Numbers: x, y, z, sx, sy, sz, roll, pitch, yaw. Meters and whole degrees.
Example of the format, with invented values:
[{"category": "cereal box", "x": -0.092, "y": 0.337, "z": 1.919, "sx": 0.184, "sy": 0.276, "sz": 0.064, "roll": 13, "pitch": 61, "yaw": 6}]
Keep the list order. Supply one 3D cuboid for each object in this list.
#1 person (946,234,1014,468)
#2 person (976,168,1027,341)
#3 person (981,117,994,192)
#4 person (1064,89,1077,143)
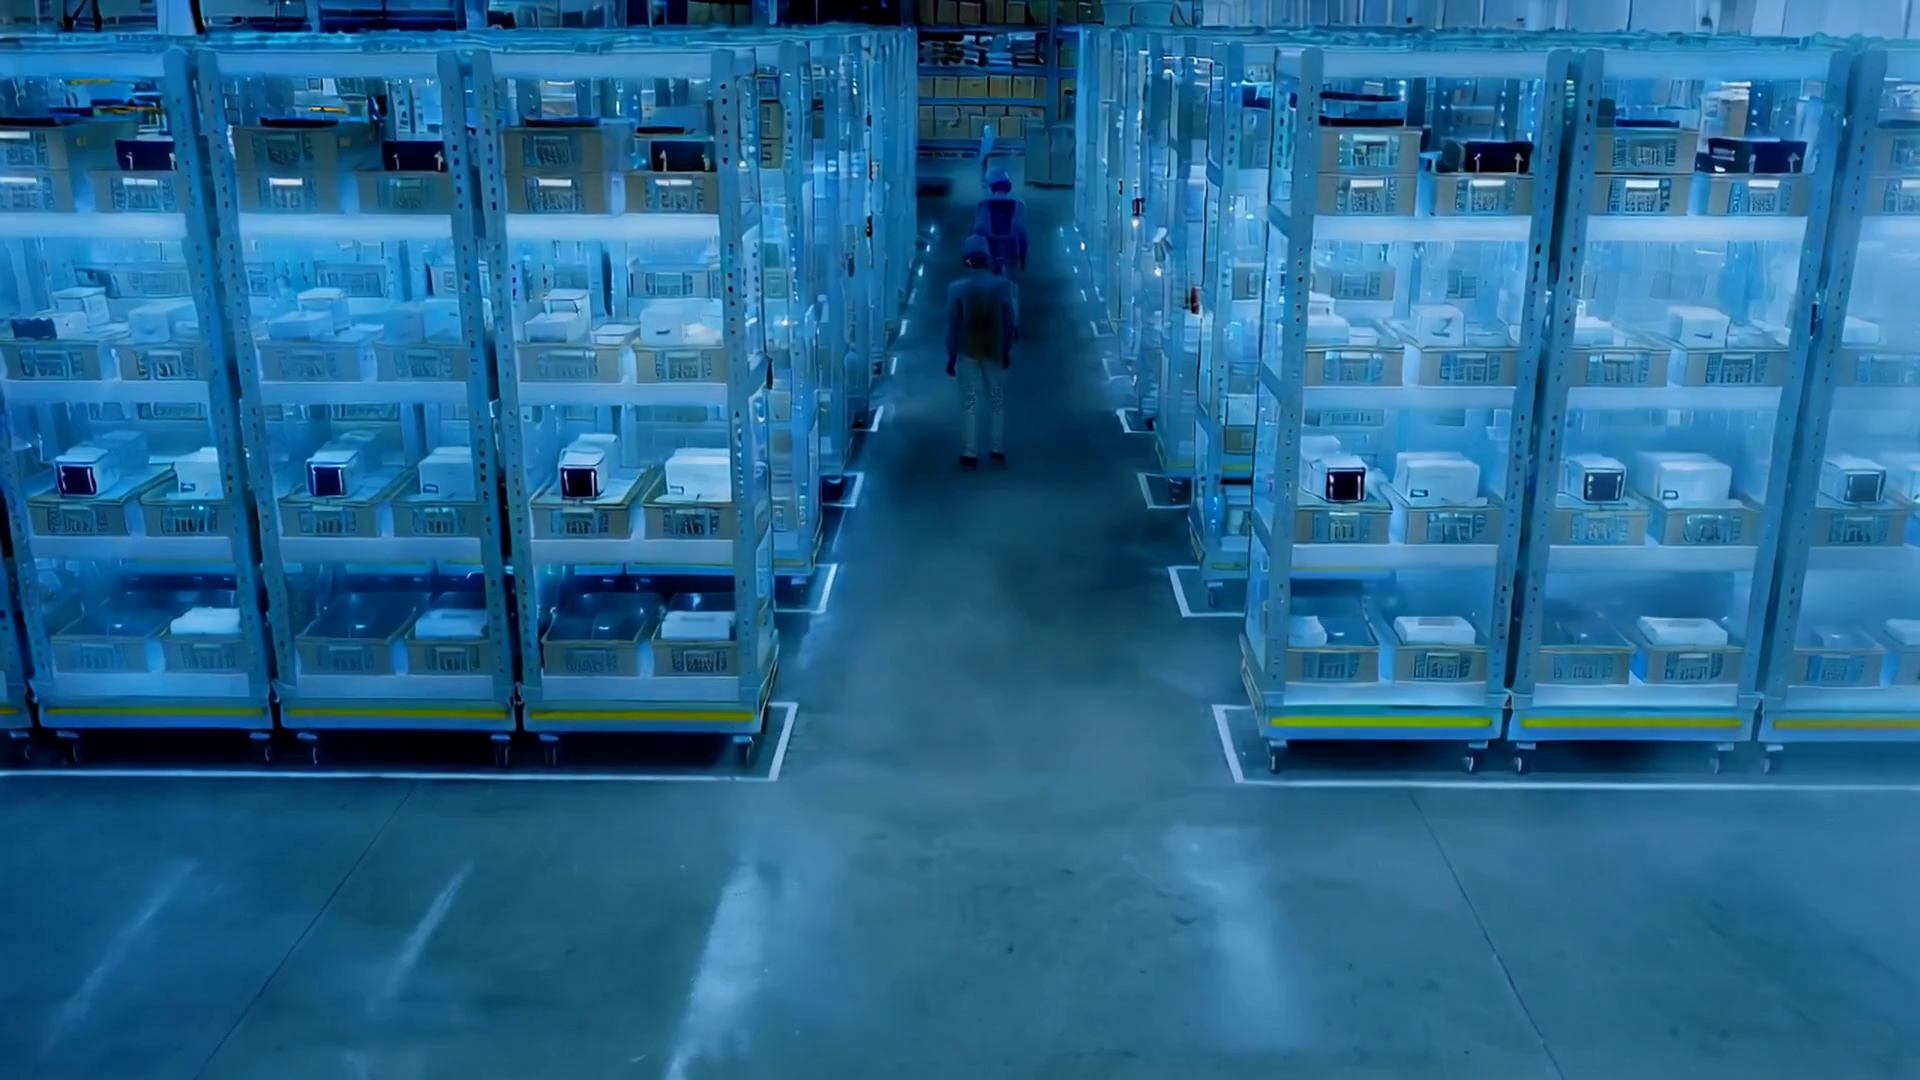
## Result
[{"category": "person", "x": 0.165, "y": -1.606, "z": 14.221, "sx": 0.609, "sy": 1.988, "sz": 0.392, "roll": -7, "pitch": 19, "yaw": -22}, {"category": "person", "x": 0.490, "y": -3.391, "z": 19.819, "sx": 0.605, "sy": 2.045, "sz": 0.377, "roll": 0, "pitch": 17, "yaw": -2}, {"category": "person", "x": 0.614, "y": -8.593, "z": 37.060, "sx": 0.310, "sy": 1.642, "sz": 0.514, "roll": 0, "pitch": 17, "yaw": 0}, {"category": "person", "x": 3.037, "y": -11.244, "z": 45.105, "sx": 1.035, "sy": 1.896, "sz": 0.625, "roll": 1, "pitch": 17, "yaw": 2}]
